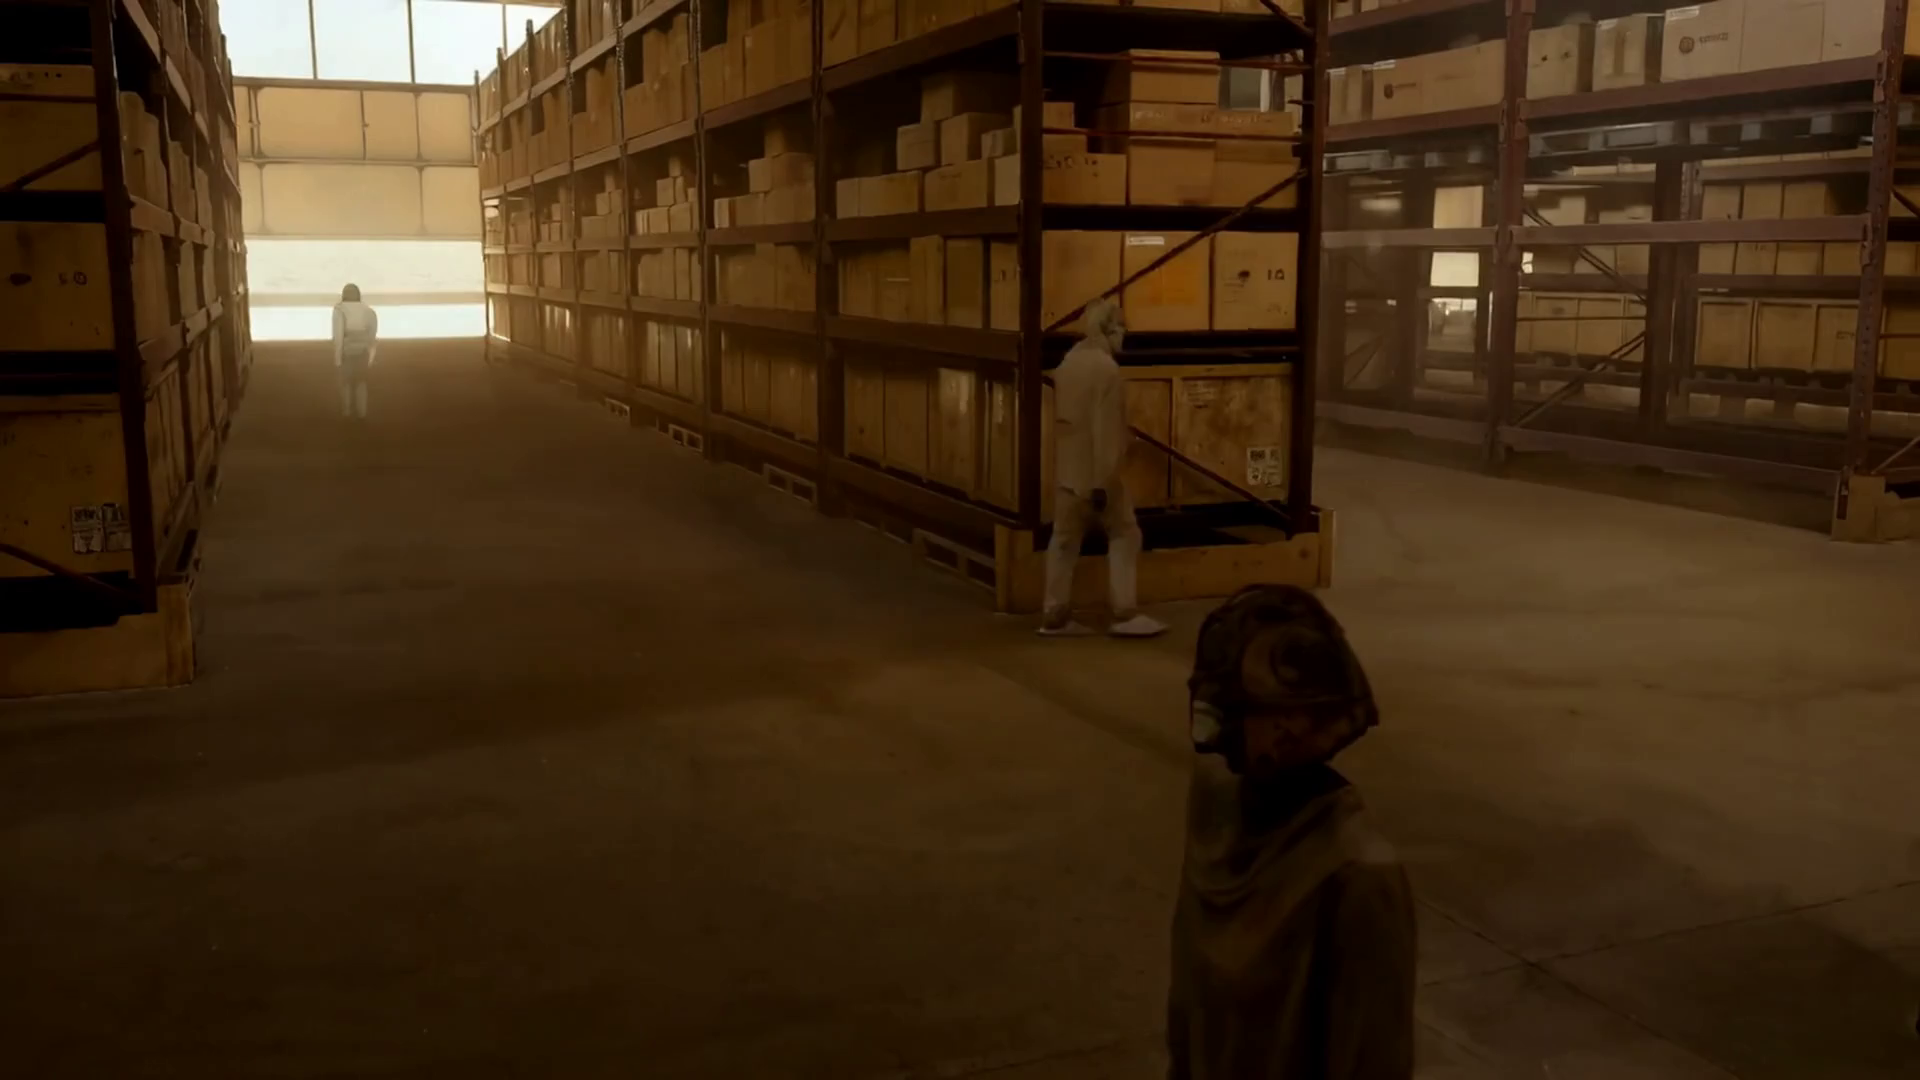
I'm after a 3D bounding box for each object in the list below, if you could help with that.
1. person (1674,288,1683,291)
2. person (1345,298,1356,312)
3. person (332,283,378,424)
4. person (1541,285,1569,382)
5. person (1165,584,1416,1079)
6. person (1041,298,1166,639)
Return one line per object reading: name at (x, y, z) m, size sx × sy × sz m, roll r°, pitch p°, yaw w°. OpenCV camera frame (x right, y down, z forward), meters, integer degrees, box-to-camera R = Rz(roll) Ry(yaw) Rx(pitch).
person at (18.373, -5.830, 42.207) m, size 0.565 × 1.730 × 0.741 m, roll 6°, pitch 11°, yaw 33°
person at (6.486, -3.503, 28.183) m, size 0.323 × 1.765 × 0.534 m, roll -4°, pitch 10°, yaw -22°
person at (-7.801, -2.399, 21.473) m, size 0.466 × 1.803 × 0.659 m, roll 7°, pitch 12°, yaw 38°
person at (10.186, -3.596, 28.690) m, size 0.716 × 1.782 × 0.450 m, roll -8°, pitch 12°, yaw -39°
person at (0.440, 0.866, 2.399) m, size 0.265 × 1.632 × 0.508 m, roll -4°, pitch 10°, yaw -22°
person at (0.802, -0.382, 9.181) m, size 0.782 × 1.877 × 0.645 m, roll -4°, pitch 10°, yaw -22°
